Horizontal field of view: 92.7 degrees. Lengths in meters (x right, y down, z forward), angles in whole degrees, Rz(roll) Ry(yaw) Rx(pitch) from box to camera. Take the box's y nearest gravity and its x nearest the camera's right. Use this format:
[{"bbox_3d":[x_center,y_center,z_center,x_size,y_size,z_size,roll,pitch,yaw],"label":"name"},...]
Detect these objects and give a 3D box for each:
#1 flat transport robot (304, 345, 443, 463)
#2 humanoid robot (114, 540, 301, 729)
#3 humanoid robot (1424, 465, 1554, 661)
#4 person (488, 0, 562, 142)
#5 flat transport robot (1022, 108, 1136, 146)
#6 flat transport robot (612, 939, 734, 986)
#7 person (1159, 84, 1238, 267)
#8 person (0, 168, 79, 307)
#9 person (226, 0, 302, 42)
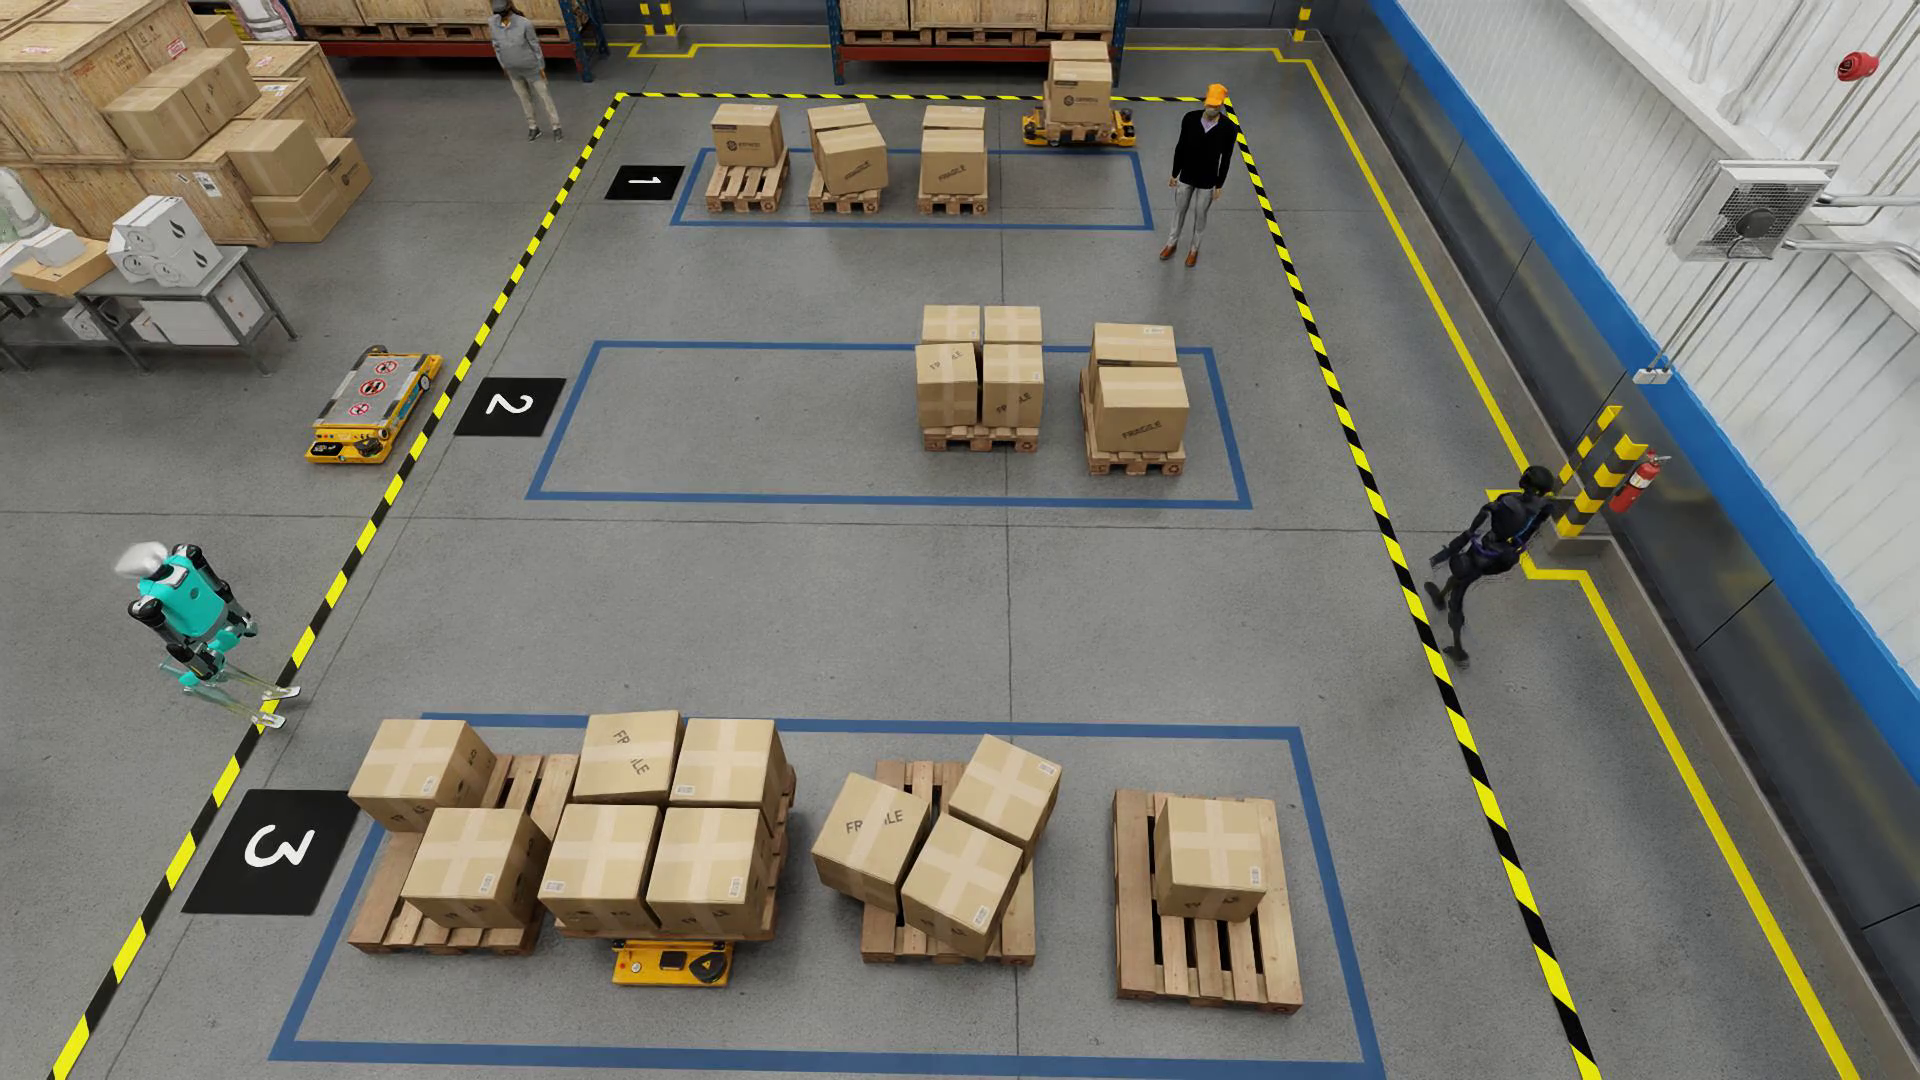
[{"bbox_3d":[-5.383,-1.269,8.441,0.659,0.231,1.431,1,50,1],"label":"flat transport robot"},{"bbox_3d":[-4.869,0.619,5.791,0.735,1.681,0.533,1,50,1],"label":"humanoid robot"},{"bbox_3d":[3.673,0.132,6.373,0.584,1.650,0.763,-7,50,-5],"label":"humanoid robot"},{"bbox_3d":[-5.391,-5.849,11.333,0.560,1.769,0.399,1,50,1],"label":"person"},{"bbox_3d":[1.536,-5.377,11.899,1.431,0.197,0.652,1,50,1],"label":"flat transport robot"},{"bbox_3d":[-1.659,1.971,5.681,0.652,0.197,1.431,1,50,1],"label":"flat transport robot"},{"bbox_3d":[2.459,-3.749,9.481,0.587,1.884,0.358,22,53,18],"label":"person"},{"bbox_3d":[-8.753,-2.834,8.676,0.379,1.931,0.670,-7,50,-6],"label":"person"},{"bbox_3d":[-8.944,-6.597,11.931,0.588,1.822,0.403,-11,51,-9],"label":"person"}]
